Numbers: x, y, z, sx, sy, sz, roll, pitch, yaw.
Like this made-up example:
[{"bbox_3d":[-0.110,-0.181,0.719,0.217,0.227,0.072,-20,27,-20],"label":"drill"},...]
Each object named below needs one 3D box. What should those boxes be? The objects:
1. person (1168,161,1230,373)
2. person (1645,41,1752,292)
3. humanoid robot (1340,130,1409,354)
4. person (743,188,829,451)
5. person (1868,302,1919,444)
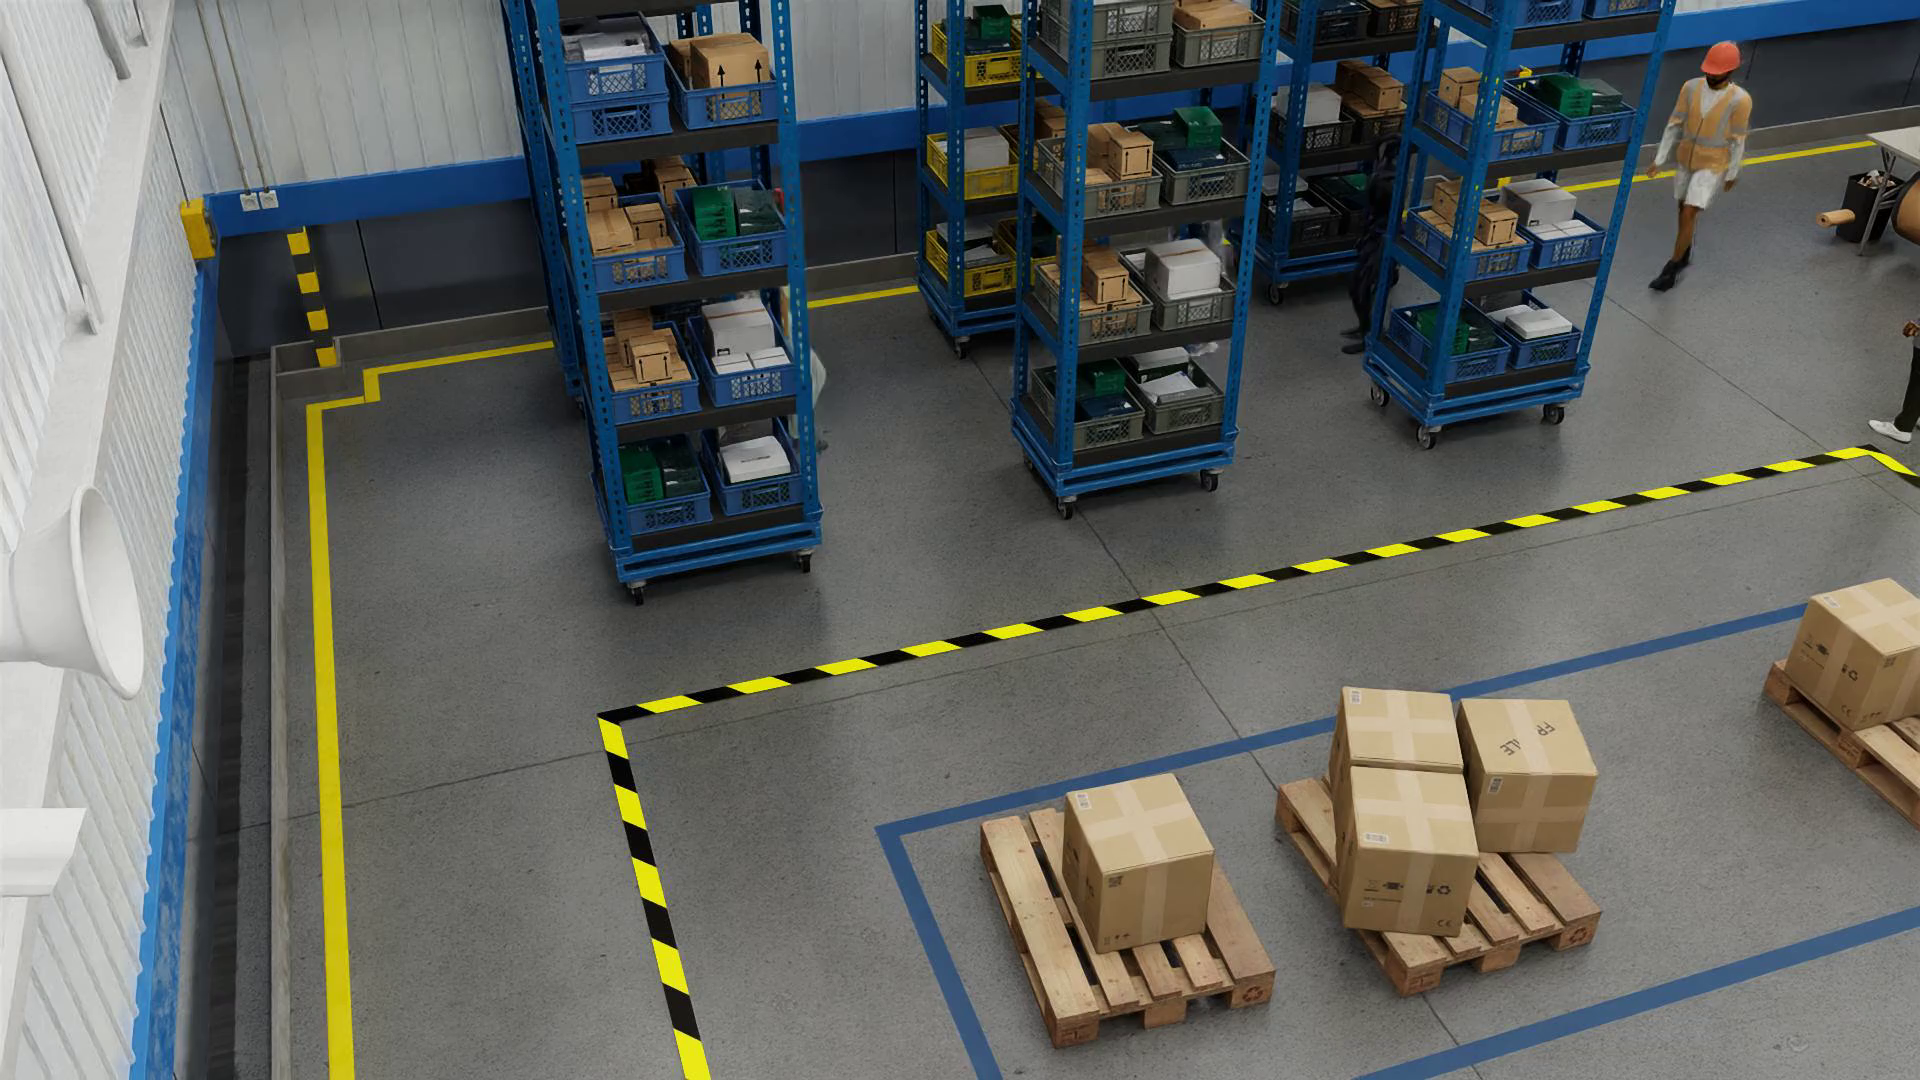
[{"bbox_3d":[1.717,-1.965,11.579,0.675,1.720,0.505,-14,38,-19],"label":"person"},{"bbox_3d":[5.571,-2.852,12.682,0.854,1.902,0.560,-23,41,-29],"label":"person"},{"bbox_3d":[2.964,-2.097,11.803,0.312,1.653,0.611,-1,35,-2],"label":"humanoid robot"},{"bbox_3d":[-1.094,-1.379,10.659,0.582,1.821,0.584,-14,38,-19],"label":"person"},{"bbox_3d":[6.408,-1.492,10.798,0.587,1.850,0.392,-12,37,-16],"label":"person"}]
